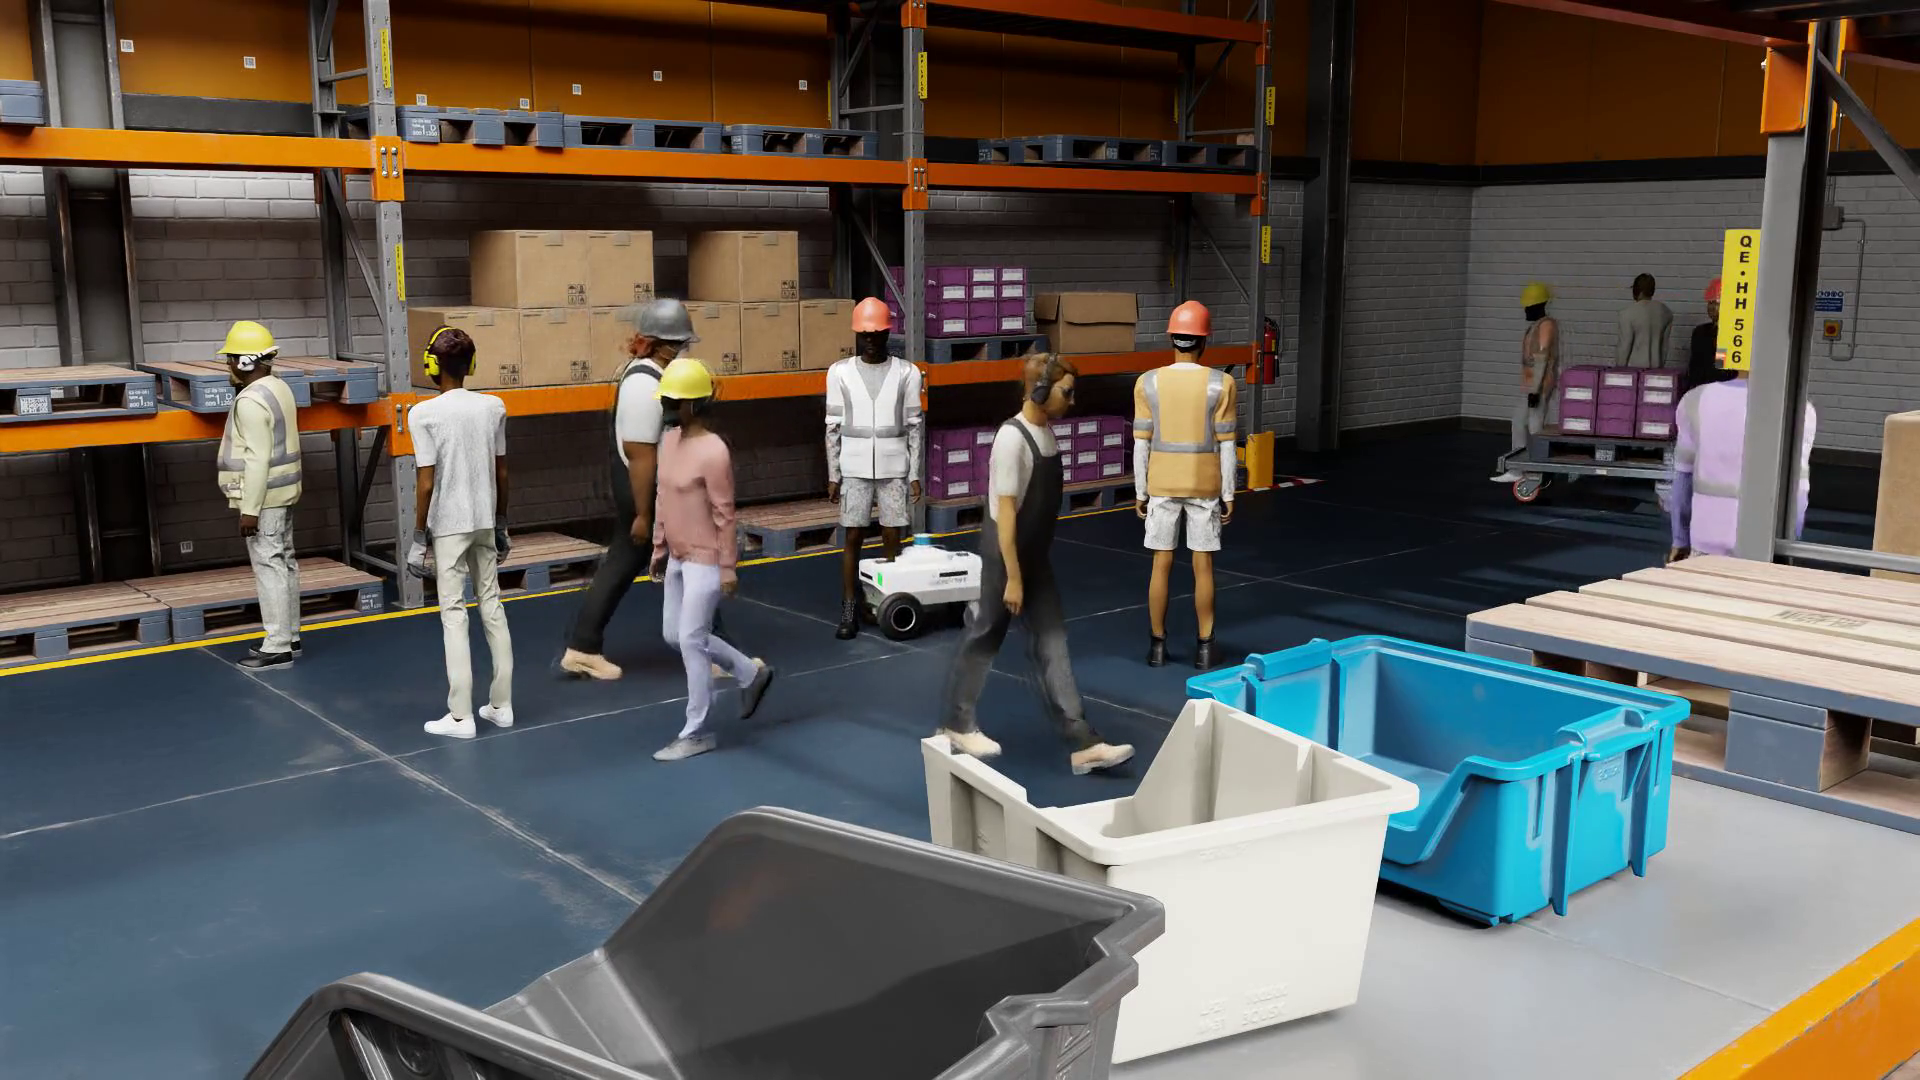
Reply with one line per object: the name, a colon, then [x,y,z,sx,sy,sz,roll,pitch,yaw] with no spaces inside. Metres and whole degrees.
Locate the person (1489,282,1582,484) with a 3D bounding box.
person: [5.393,-1.430,15.346,0.754,1.888,0.591,1,10,5]

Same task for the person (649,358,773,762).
person: [-1.098,0.071,7.284,0.582,1.748,0.531,-7,12,-35]

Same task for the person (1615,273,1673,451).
person: [6.809,-1.696,16.679,0.628,1.940,0.373,-4,11,-21]

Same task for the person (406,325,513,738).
person: [-2.275,-0.033,7.551,0.328,1.873,0.520,8,13,38]

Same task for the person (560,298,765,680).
person: [-1.568,-0.274,8.425,1.035,2.000,0.679,-3,11,-16]

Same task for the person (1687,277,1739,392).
person: [5.727,-0.990,12.580,0.463,1.983,0.632,-4,11,-20]

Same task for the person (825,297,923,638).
person: [-0.481,-0.395,9.388,0.548,1.936,0.378,0,10,-2]

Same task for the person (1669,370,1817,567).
person: [3.197,0.006,6.951,0.868,2.018,0.616,-7,12,-33]

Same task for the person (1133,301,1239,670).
person: [1.185,-0.280,8.747,0.551,1.937,0.357,3,10,14]

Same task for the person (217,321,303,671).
person: [-3.682,-0.231,8.764,0.404,1.832,0.594,-2,10,-9]

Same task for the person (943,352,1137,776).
person: [0.293,0.107,7.025,0.949,1.784,0.554,5,11,28]

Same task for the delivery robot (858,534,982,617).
delivery robot: [-0.217,0.207,9.629,0.707,0.478,0.477,-5,11,-26]
